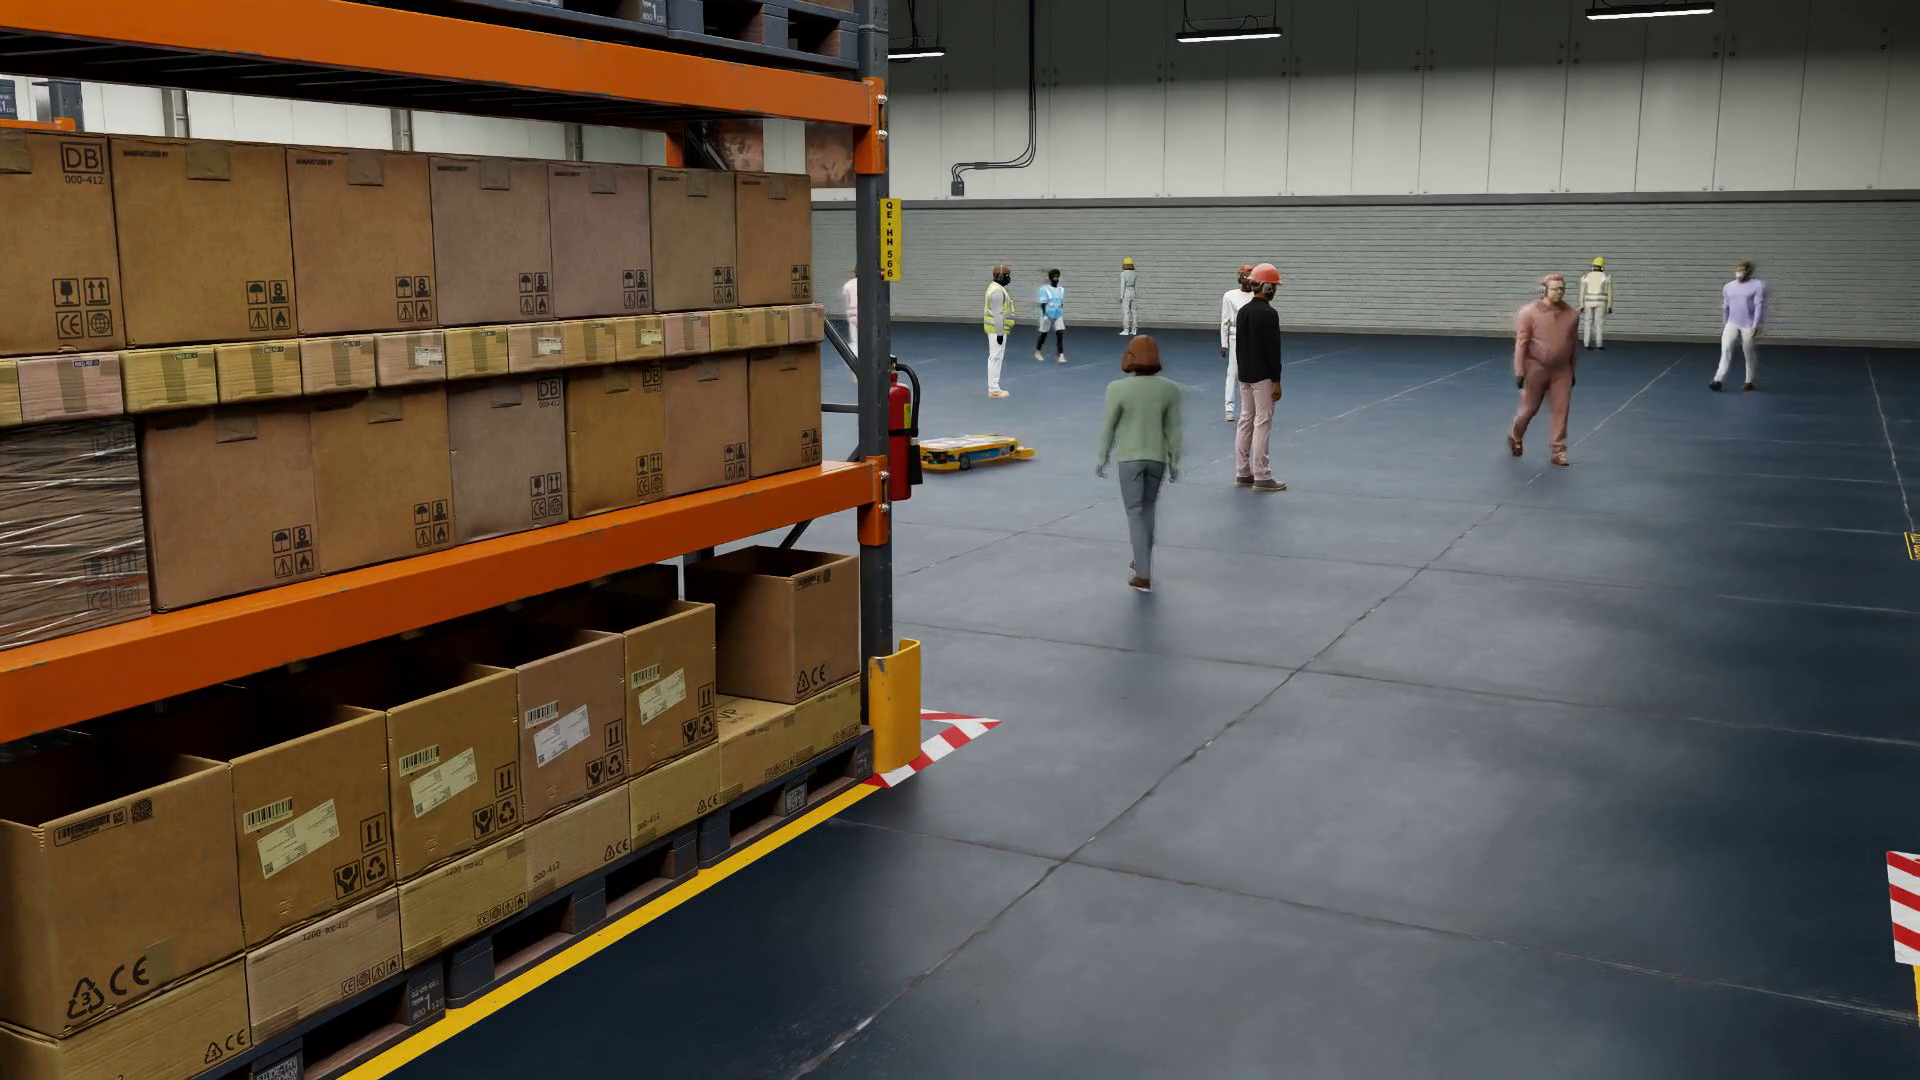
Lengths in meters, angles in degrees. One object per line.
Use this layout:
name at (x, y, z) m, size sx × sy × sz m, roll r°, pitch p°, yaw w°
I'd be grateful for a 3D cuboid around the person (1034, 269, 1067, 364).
person at (1.588, -3.952, 29.324) m, size 0.529 × 1.665 × 0.830 m, roll -5°, pitch 12°, yaw -27°

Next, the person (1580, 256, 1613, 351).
person at (12.349, -4.575, 32.265) m, size 0.600 × 1.830 × 0.404 m, roll 8°, pitch 13°, yaw 37°

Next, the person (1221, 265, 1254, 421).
person at (3.444, -2.375, 20.123) m, size 0.583 × 1.881 × 0.337 m, roll -1°, pitch 10°, yaw -5°

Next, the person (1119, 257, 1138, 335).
person at (3.794, -5.504, 37.569) m, size 0.492 × 1.742 × 0.324 m, roll -7°, pitch 13°, yaw -34°

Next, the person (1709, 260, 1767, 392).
person at (11.200, -3.060, 23.878) m, size 1.037 × 1.885 × 0.638 m, roll -10°, pitch 14°, yaw -42°

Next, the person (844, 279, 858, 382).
person at (-1.445, -3.357, 25.682) m, size 0.629 × 1.804 × 0.869 m, roll 4°, pitch 11°, yaw 19°

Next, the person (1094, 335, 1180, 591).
person at (1.115, -0.507, 10.701) m, size 0.502 × 1.607 × 0.724 m, roll -4°, pitch 11°, yaw -19°

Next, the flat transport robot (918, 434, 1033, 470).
flat transport robot at (0.023, -0.875, 16.342) m, size 0.652 × 0.197 × 1.431 m, roll 9°, pitch 14°, yaw 40°

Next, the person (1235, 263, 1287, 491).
person at (2.651, -1.434, 14.687) m, size 0.376 × 1.995 × 0.611 m, roll -4°, pitch 11°, yaw -22°

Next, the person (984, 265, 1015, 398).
person at (0.546, -2.889, 23.076) m, size 0.430 × 1.836 × 0.627 m, roll 0°, pitch 10°, yaw -2°

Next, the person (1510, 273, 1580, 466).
person at (5.799, -1.706, 16.518) m, size 0.655 × 1.879 × 0.867 m, roll -1°, pitch 10°, yaw -4°
